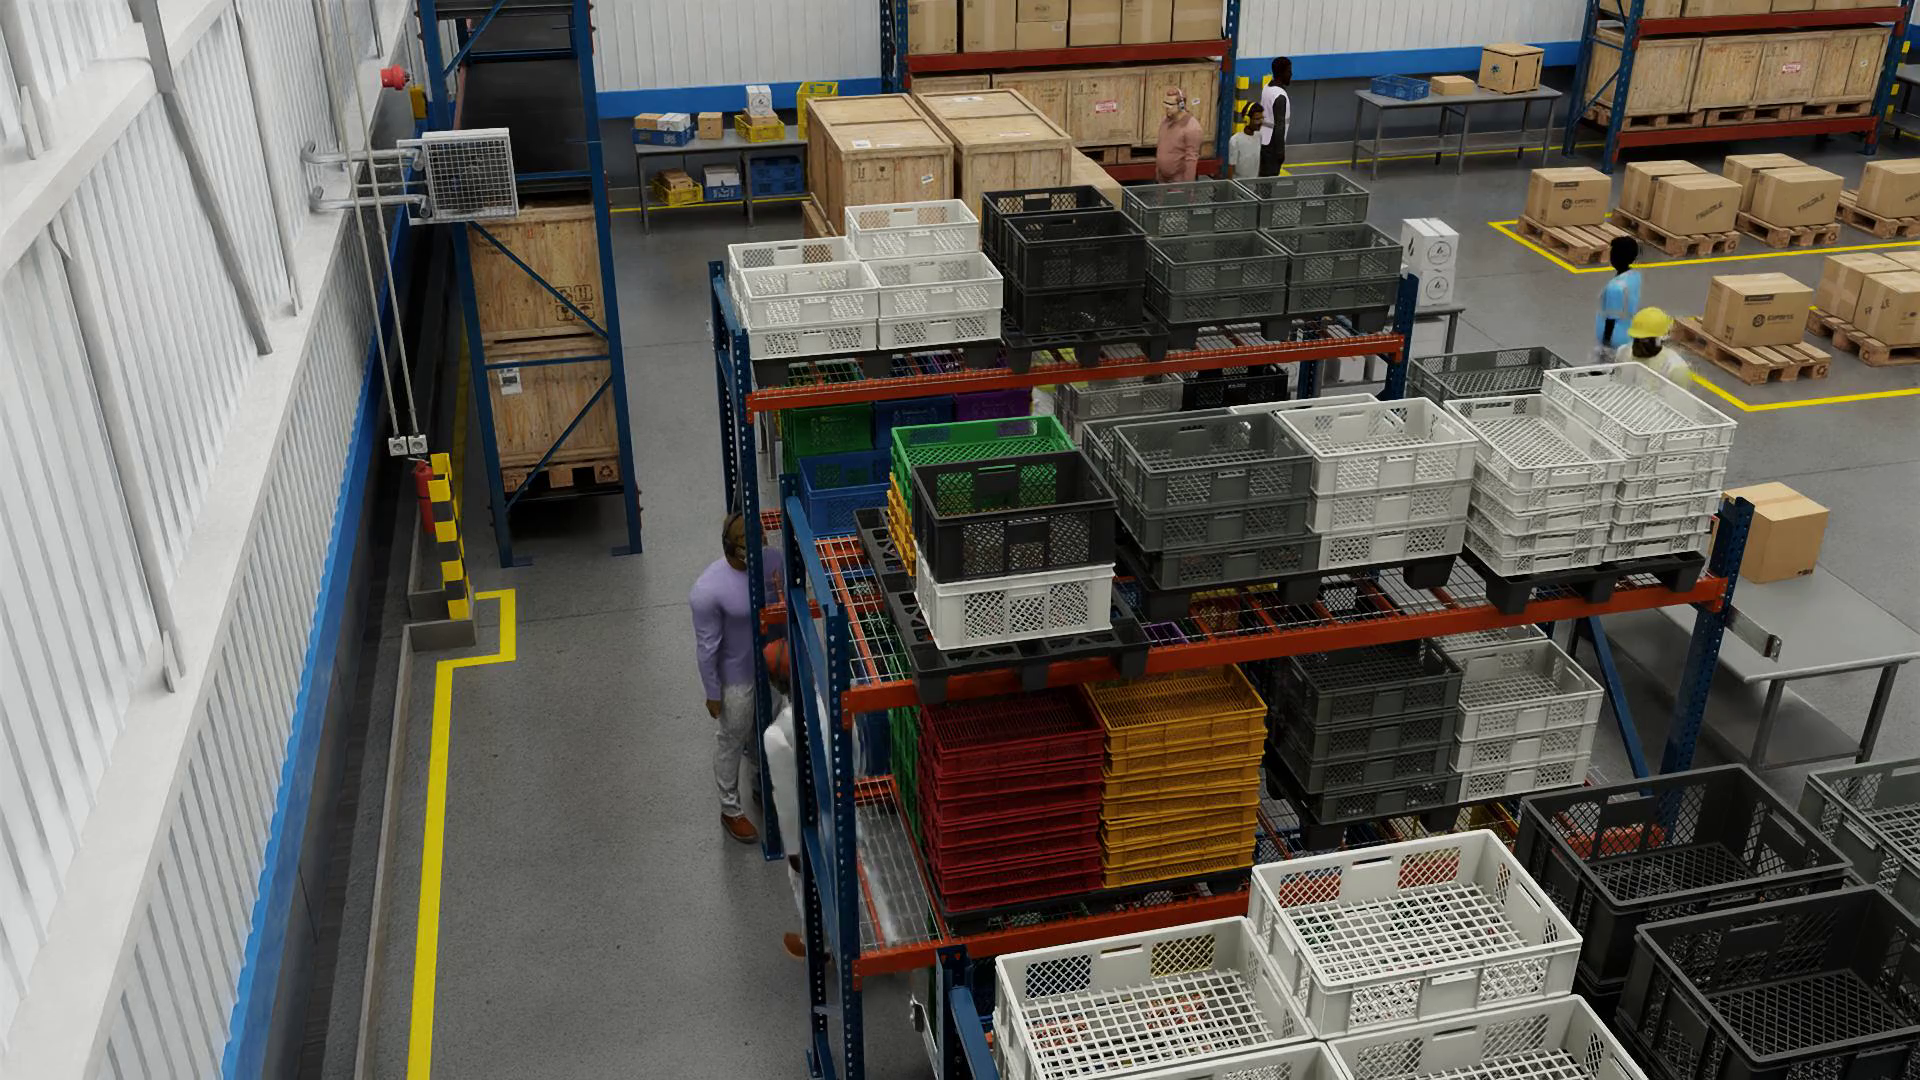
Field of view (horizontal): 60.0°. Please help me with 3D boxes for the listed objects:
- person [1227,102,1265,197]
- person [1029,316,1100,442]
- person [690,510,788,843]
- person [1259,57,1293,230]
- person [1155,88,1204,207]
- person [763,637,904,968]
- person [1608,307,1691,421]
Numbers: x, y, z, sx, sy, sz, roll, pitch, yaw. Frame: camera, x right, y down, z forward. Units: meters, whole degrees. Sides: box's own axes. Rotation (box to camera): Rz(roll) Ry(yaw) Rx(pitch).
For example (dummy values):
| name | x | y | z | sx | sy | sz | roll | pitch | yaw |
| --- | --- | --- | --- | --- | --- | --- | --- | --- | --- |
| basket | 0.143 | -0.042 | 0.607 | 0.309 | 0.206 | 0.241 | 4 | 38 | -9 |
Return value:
| name | x | y | z | sx | sy | sz | roll | pitch | yaw |
| --- | --- | --- | --- | --- | --- | --- | --- | --- | --- |
| person | 2.903 | -3.567 | 17.095 | 0.507 | 1.862 | 0.331 | -24 | 36 | -38 |
| person | 0.765 | -1.190 | 12.617 | 0.619 | 1.835 | 0.430 | 7 | 29 | 12 |
| person | -1.133 | 0.701 | 8.912 | 0.353 | 1.937 | 0.635 | 21 | 34 | 35 |
| person | 3.521 | -4.470 | 18.745 | 0.392 | 1.919 | 0.592 | -4 | 28 | -7 |
| person | 2.247 | -3.784 | 17.471 | 0.397 | 1.899 | 0.639 | -15 | 31 | -26 |
| person | -0.589 | 1.312 | 7.852 | 0.660 | 1.855 | 0.600 | 20 | 34 | 33 |
| person | 4.869 | -0.814 | 11.915 | 0.494 | 1.813 | 0.607 | -15 | 31 | -26 |
